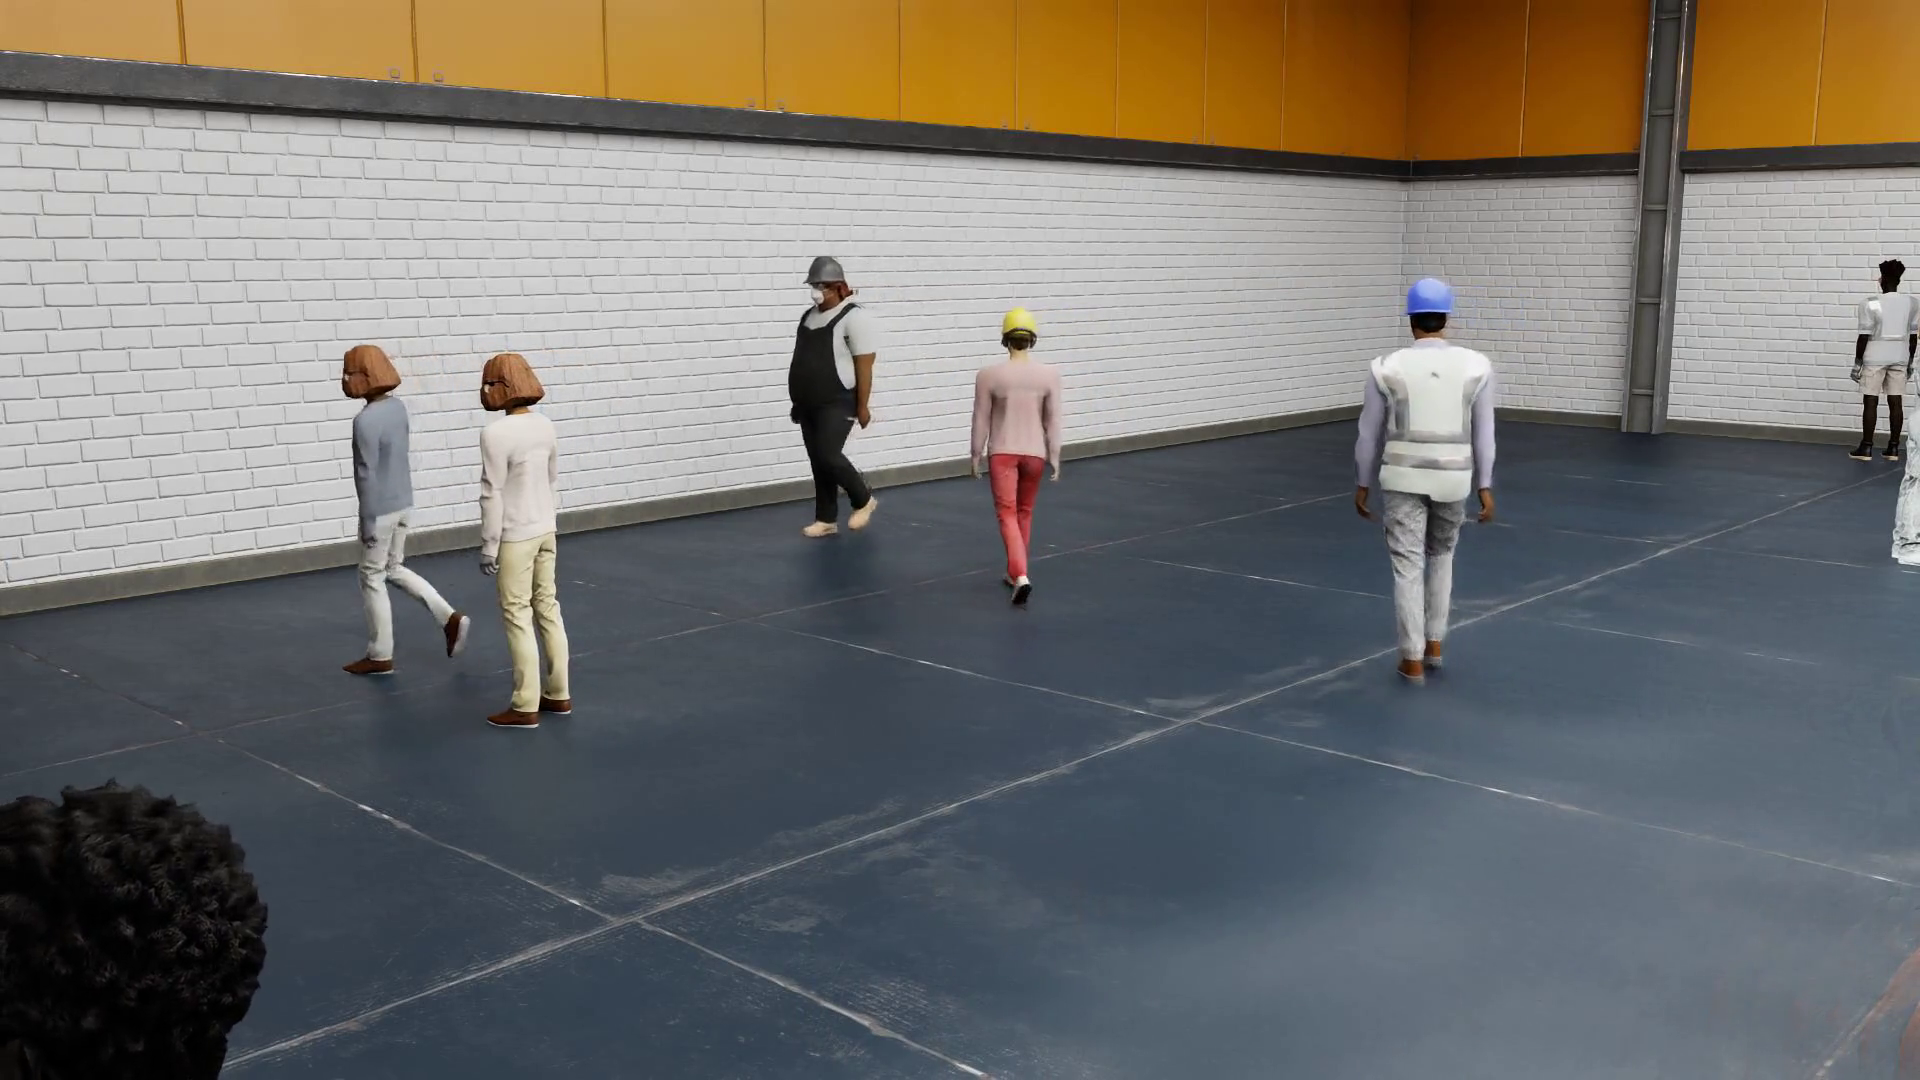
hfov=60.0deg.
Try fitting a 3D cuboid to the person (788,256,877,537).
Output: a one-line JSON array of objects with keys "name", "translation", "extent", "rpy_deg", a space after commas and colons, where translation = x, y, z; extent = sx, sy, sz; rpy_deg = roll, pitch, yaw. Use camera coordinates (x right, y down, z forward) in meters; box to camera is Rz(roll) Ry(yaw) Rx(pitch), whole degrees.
[{"name": "person", "translation": [-0.974, -1.025, 11.915], "extent": [0.541, 2.000, 0.692], "rpy_deg": [-9, 13, -41]}]

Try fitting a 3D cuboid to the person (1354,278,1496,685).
[{"name": "person", "translation": [2.225, -0.294, 8.069], "extent": [0.645, 1.924, 0.687], "rpy_deg": [1, 10, 3]}]

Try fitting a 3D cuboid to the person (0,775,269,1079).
[{"name": "person", "translation": [-0.589, 1.014, 1.315], "extent": [0.322, 1.690, 0.532], "rpy_deg": [4, 11, 19]}]

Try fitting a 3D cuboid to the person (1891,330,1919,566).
[{"name": "person", "translation": [6.390, -0.702, 10.923], "extent": [0.324, 1.743, 0.491], "rpy_deg": [4, 11, 23]}]

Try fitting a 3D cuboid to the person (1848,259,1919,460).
[{"name": "person", "translation": [9.047, -1.755, 16.286], "extent": [0.604, 1.966, 0.367], "rpy_deg": [0, 10, 1]}]

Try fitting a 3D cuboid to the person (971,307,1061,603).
[{"name": "person", "translation": [0.341, -0.512, 9.873], "extent": [0.530, 1.731, 0.852], "rpy_deg": [-2, 10, -12]}]

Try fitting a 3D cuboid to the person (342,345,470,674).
[{"name": "person", "translation": [-2.737, -0.137, 8.045], "extent": [0.535, 1.616, 0.522], "rpy_deg": [1, 10, 5]}]

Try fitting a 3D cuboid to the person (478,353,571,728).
[{"name": "person", "translation": [-1.910, 0.002, 7.254], "extent": [0.282, 1.624, 0.494], "rpy_deg": [3, 10, 18]}]
